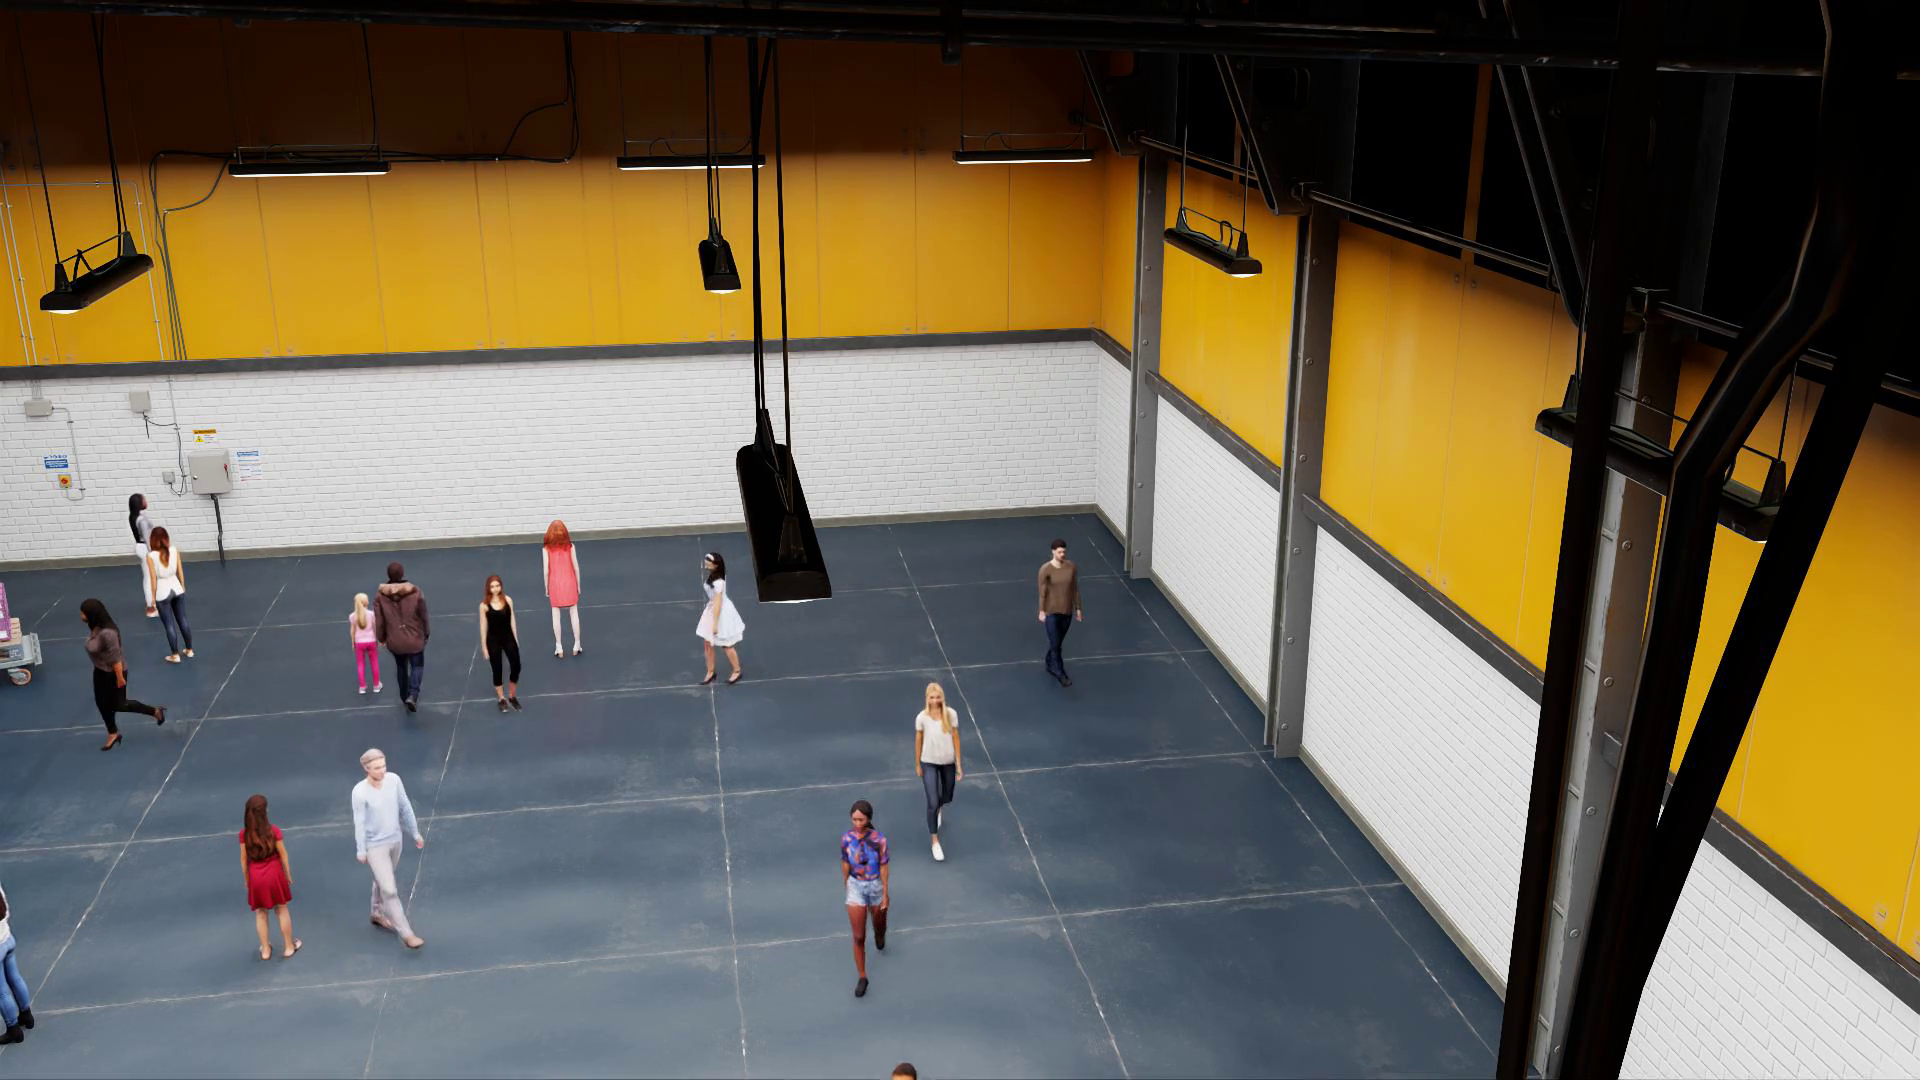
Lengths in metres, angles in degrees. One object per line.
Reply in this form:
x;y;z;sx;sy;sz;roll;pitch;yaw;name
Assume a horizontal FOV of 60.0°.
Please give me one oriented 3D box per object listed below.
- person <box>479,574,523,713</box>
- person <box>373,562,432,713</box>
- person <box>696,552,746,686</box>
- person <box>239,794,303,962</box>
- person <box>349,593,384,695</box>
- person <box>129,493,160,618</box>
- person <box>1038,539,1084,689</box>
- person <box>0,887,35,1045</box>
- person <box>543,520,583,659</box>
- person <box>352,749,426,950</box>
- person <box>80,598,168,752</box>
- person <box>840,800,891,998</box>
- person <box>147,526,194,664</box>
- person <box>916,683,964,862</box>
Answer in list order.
-5.453;1.199;19.677;0.685;1.713;0.717;-10;21;-27;person
-6.518;1.186;19.536;0.749;1.828;0.878;-5;19;-14;person
-2.868;0.969;20.269;0.827;1.771;0.831;-4;19;-11;person
-6.123;2.967;14.677;0.545;1.552;0.601;-4;19;-12;person
-7.232;1.246;20.227;0.491;1.271;0.511;-5;19;-15;person
-11.096;0.187;22.663;0.744;1.724;0.614;-13;22;-33;person
1.173;0.859;20.483;0.859;1.842;1.181;-9;21;-24;person
-7.826;3.322;13.501;0.700;1.631;0.506;0;19;0;person
-5.072;0.614;21.232;0.606;1.828;0.530;-5;19;-15;person
-5.242;2.718;14.947;1.192;1.853;1.146;11;22;30;person
-9.412;1.495;18.653;1.054;1.804;1.047;-17;25;-41;person
-0.787;3.012;14.291;0.727;1.714;1.048;1;19;4;person
-10.026;0.684;21.092;0.731;1.785;0.675;13;23;34;person
-0.231;2.219;16.535;0.646;1.785;1.072;-5;19;-14;person
